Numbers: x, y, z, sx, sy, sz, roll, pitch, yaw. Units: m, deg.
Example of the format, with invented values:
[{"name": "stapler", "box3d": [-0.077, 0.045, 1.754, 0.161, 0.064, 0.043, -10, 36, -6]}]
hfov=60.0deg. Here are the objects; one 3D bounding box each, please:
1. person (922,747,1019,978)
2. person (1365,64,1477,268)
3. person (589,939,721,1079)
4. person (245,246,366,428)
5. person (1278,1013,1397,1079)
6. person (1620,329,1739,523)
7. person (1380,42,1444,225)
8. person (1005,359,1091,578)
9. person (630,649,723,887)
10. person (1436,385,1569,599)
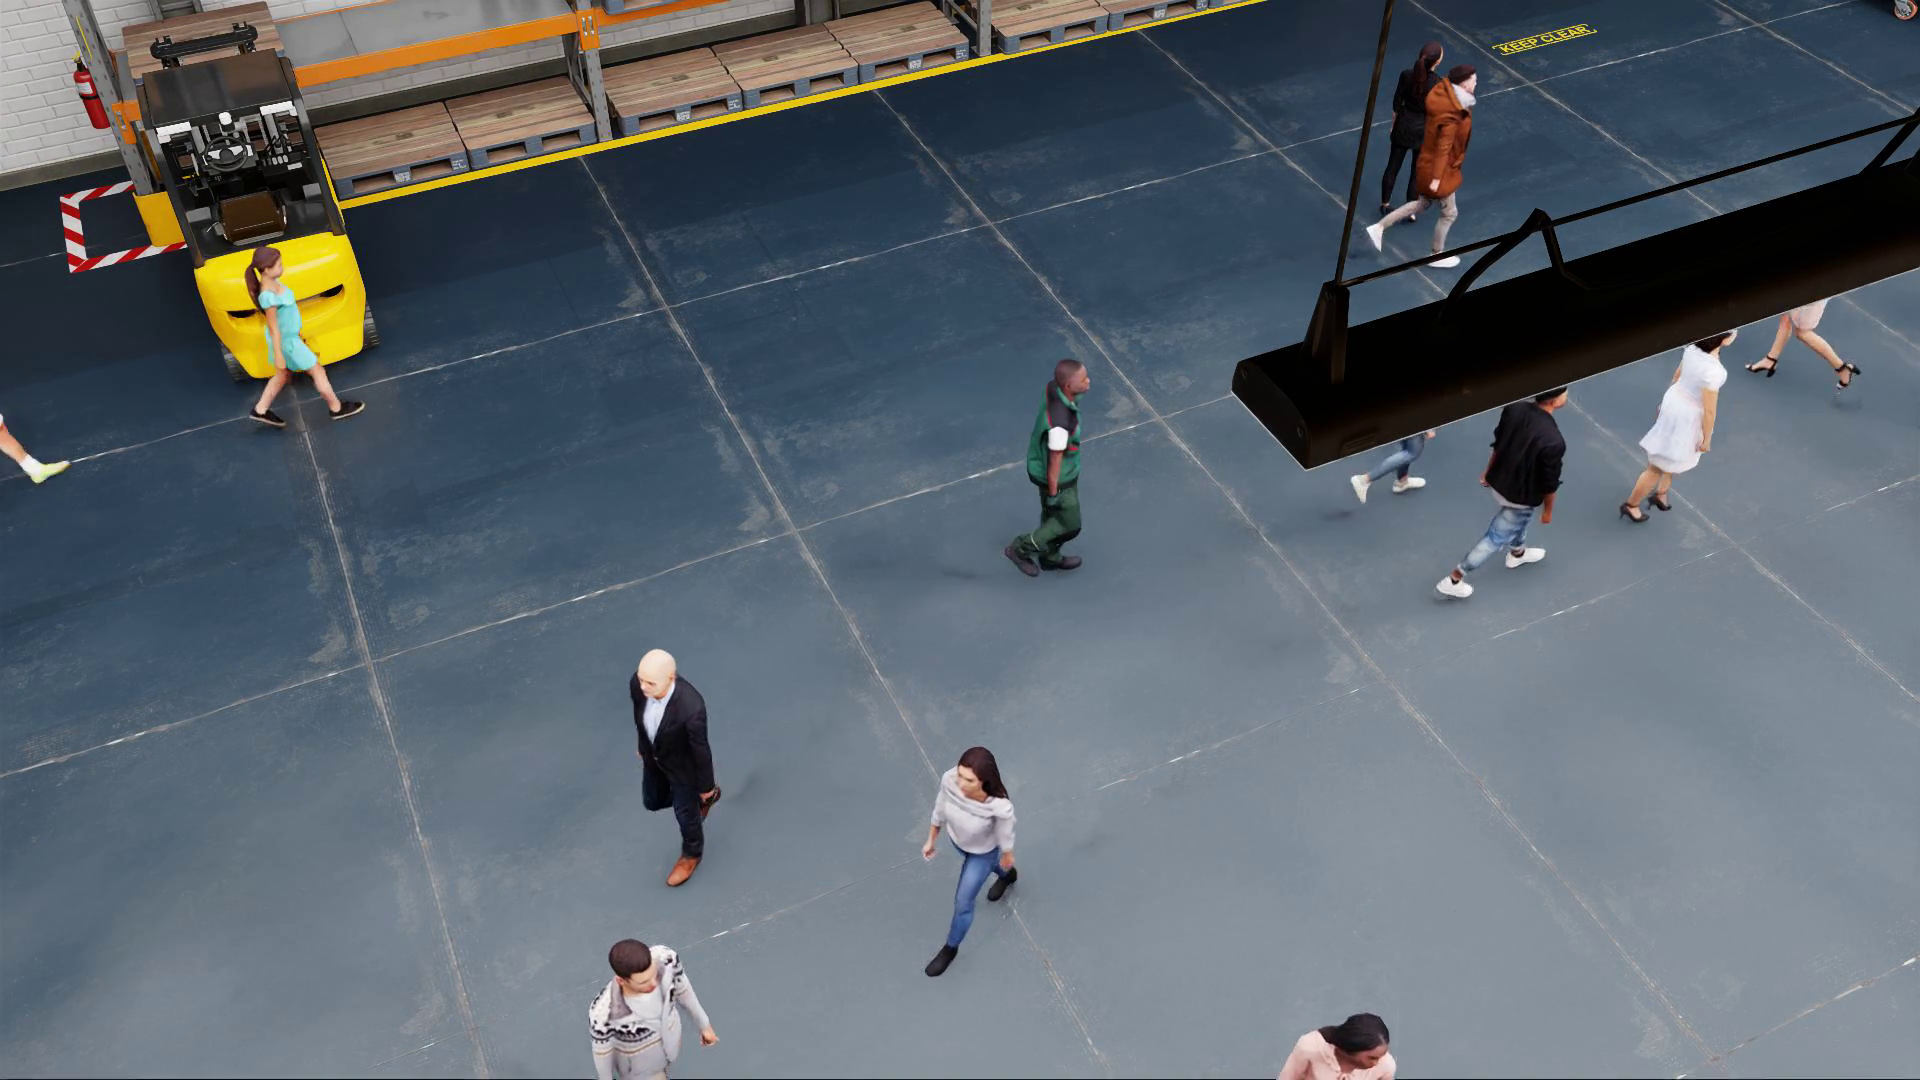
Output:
[{"name": "person", "box3d": [0.127, 1.596, 9.006, 0.856, 1.588, 1.144, 34, 53, 31]}, {"name": "person", "box3d": [3.856, -3.060, 13.736, 1.175, 1.806, 0.982, 1, 44, 1]}, {"name": "person", "box3d": [-1.549, 2.406, 7.992, 1.152, 1.814, 1.220, 25, 49, 24]}, {"name": "person", "box3d": [-5.054, -1.455, 12.255, 1.061, 1.523, 0.623, -13, 45, -13]}, {"name": "person", "box3d": [1.740, 2.624, 7.847, 0.764, 1.699, 0.840, 11, 45, 12]}, {"name": "person", "box3d": [4.830, -0.788, 11.355, 0.922, 1.800, 0.820, -2, 44, -2]}, {"name": "person", "box3d": [3.893, -3.494, 14.297, 0.690, 1.659, 0.697, 28, 50, 26]}, {"name": "person", "box3d": [0.551, -0.460, 10.991, 0.916, 1.827, 0.852, 0, 44, 0]}, {"name": "person", "box3d": [-1.548, 1.177, 9.298, 0.916, 1.792, 0.995, 26, 49, 25]}, {"name": "person", "box3d": [3.574, -0.328, 10.890, 1.182, 1.775, 0.749, -14, 45, -15]}]
